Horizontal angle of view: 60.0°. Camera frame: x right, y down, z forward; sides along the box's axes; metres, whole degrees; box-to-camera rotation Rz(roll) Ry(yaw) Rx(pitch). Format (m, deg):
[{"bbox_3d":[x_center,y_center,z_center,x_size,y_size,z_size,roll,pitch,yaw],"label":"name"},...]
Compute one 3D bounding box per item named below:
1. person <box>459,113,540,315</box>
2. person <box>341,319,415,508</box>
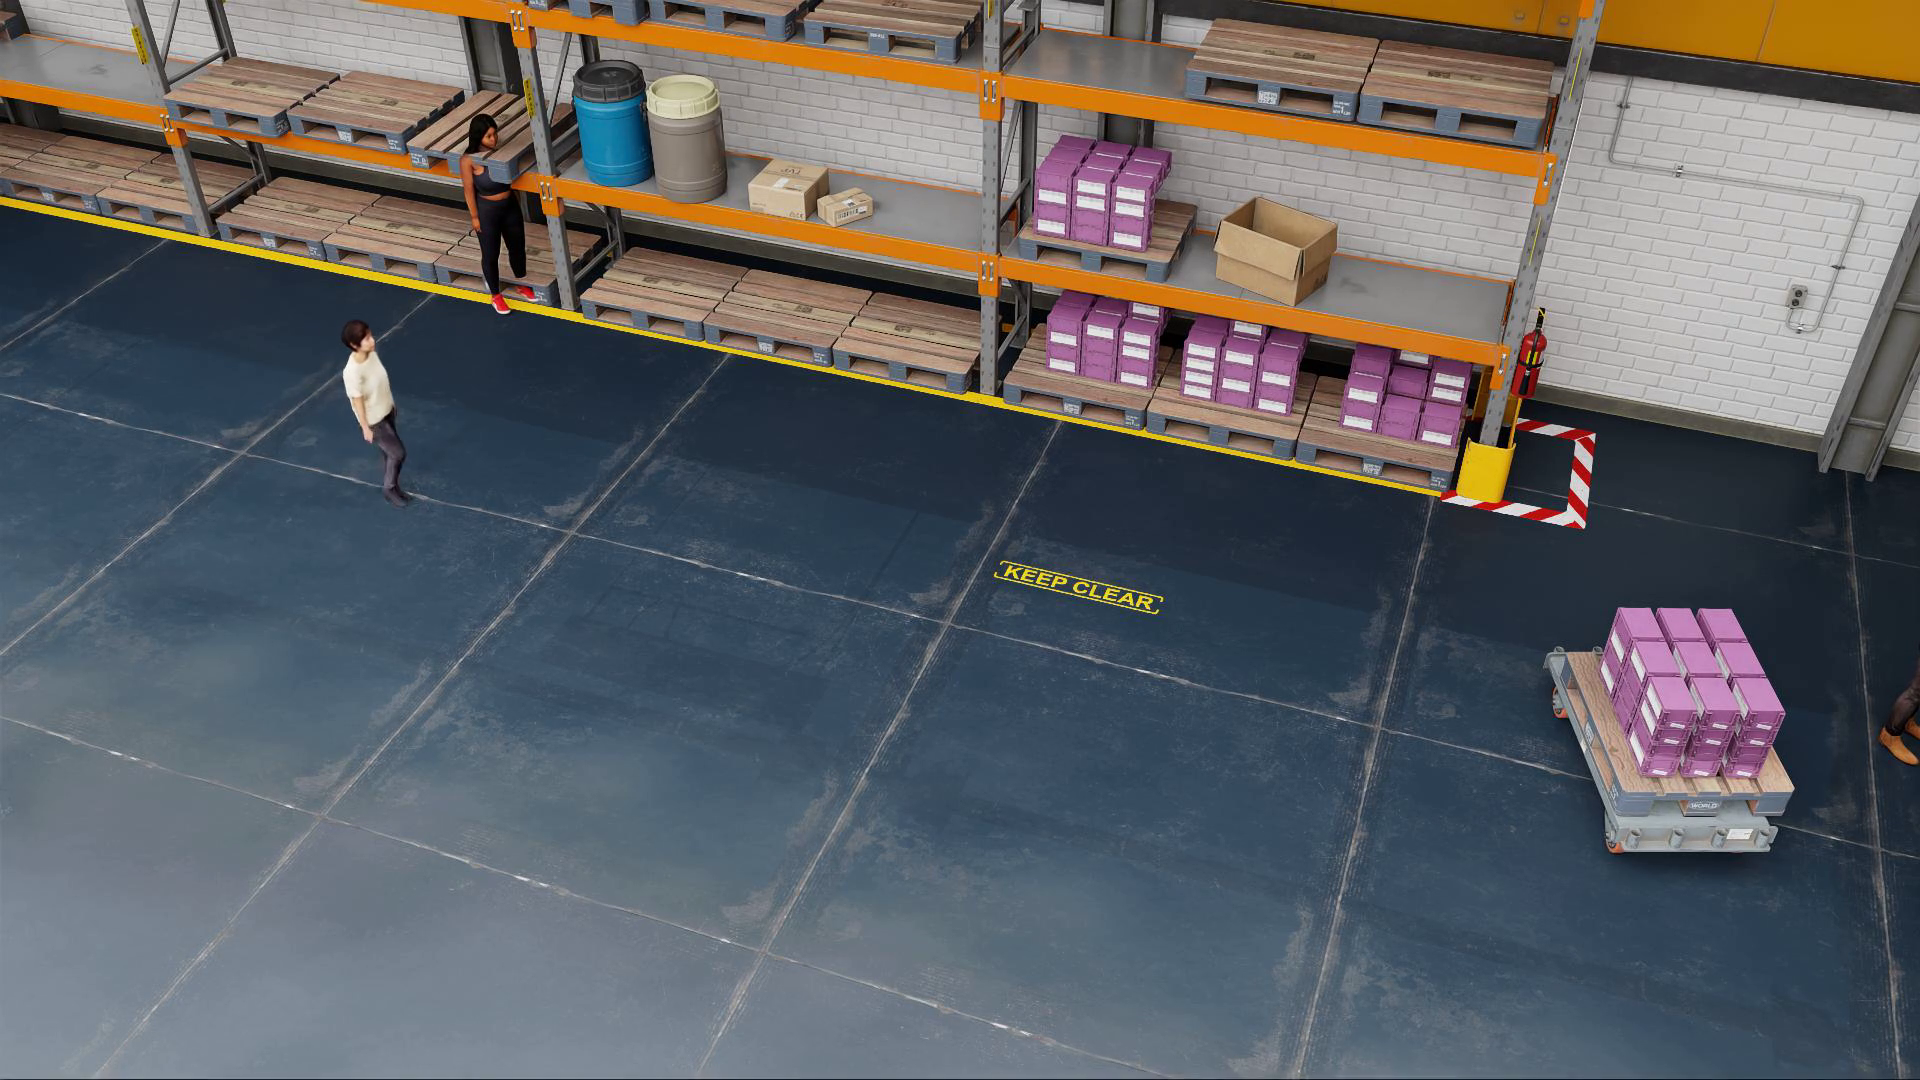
[{"bbox_3d":[-4.052,-2.875,14.527,0.758,1.816,0.767,-31,48,-32],"label":"person"},{"bbox_3d":[-4.363,-0.916,12.265,0.637,1.578,0.663,3,39,4],"label":"person"}]
